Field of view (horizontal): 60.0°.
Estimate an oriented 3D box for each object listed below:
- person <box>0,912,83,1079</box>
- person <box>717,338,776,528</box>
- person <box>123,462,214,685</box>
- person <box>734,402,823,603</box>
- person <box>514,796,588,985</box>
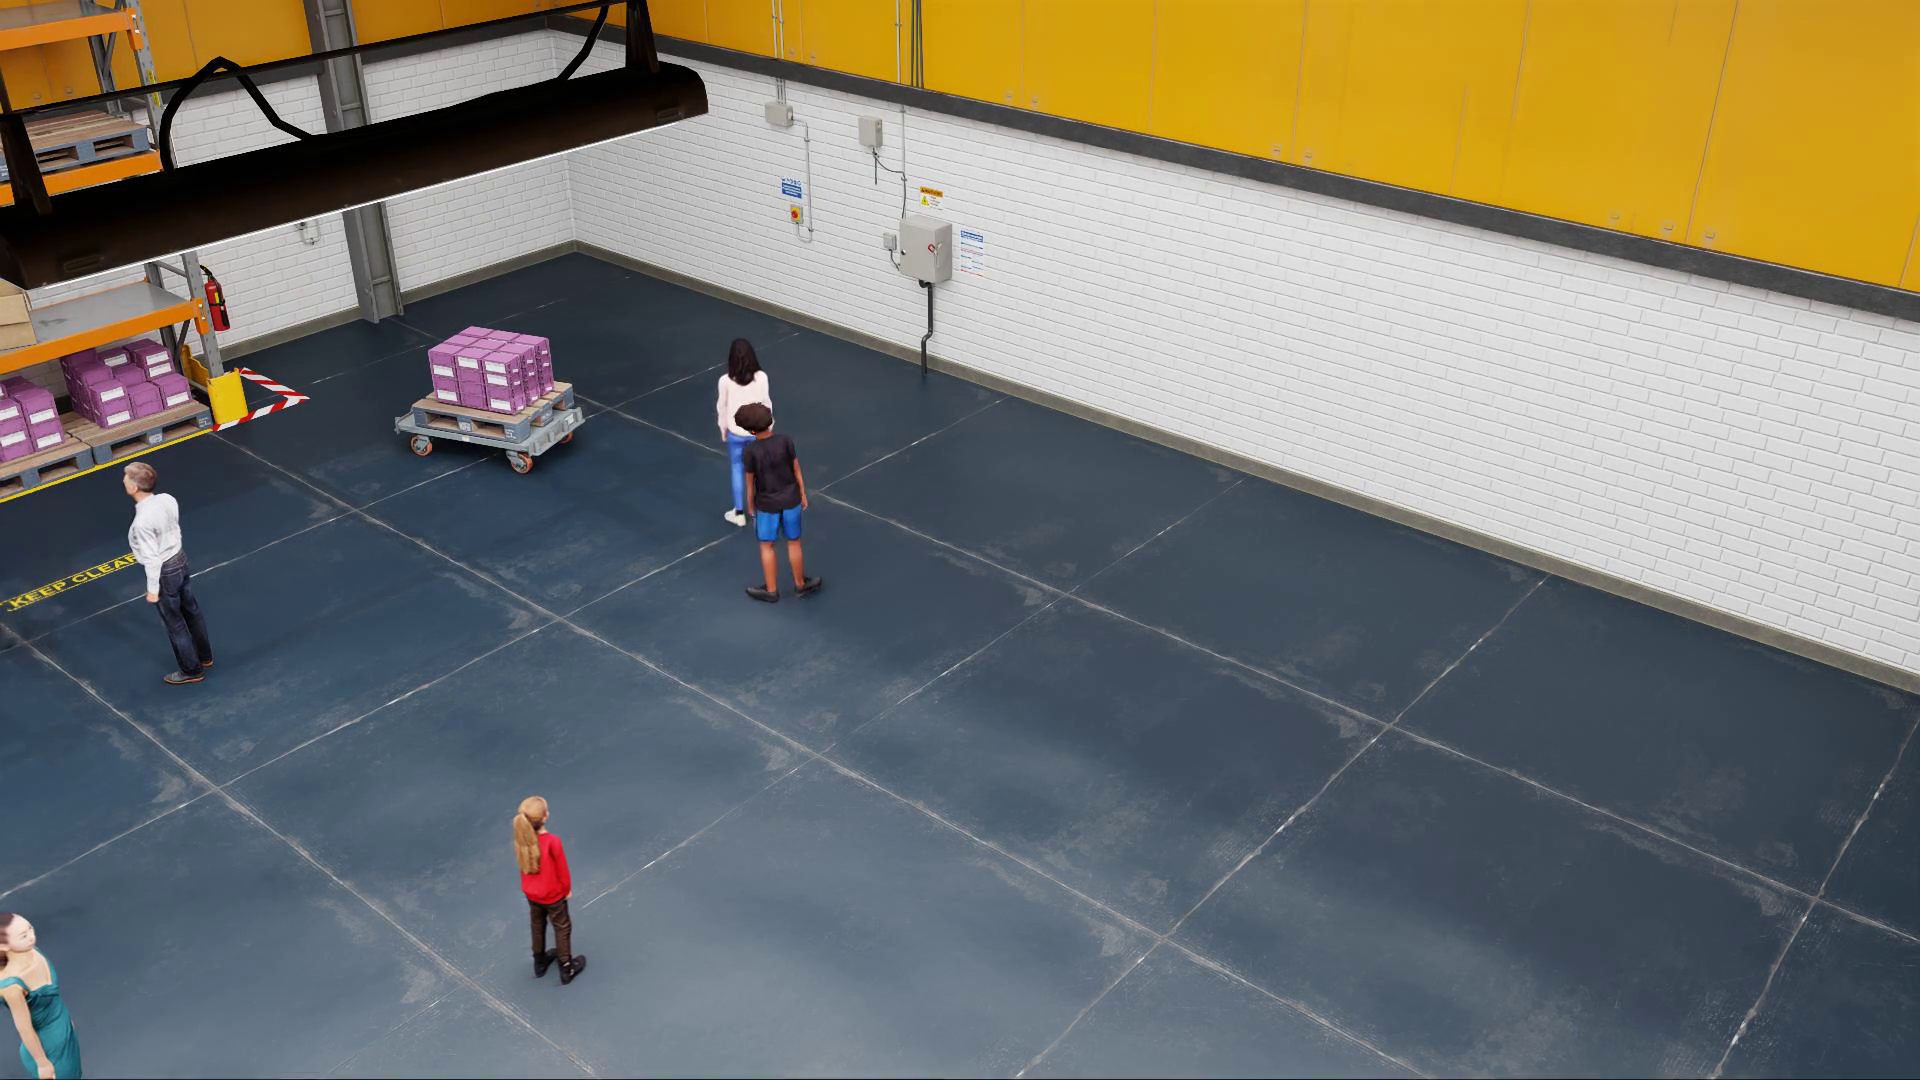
[{"bbox_3d":[-4.623,2.554,8.435,0.659,1.686,0.625,-6,29,-10],"label":"person"},{"bbox_3d":[-1.892,-0.935,14.757,0.767,1.758,0.814,-1,29,-3],"label":"person"},{"bbox_3d":[-5.987,0.236,12.547,0.798,1.820,0.709,1,29,2],"label":"person"},{"bbox_3d":[-1.442,-0.316,13.614,0.737,1.767,0.924,-2,29,-4],"label":"person"},{"bbox_3d":[-2.436,2.049,9.784,0.532,1.282,0.552,13,31,22],"label":"person"}]
